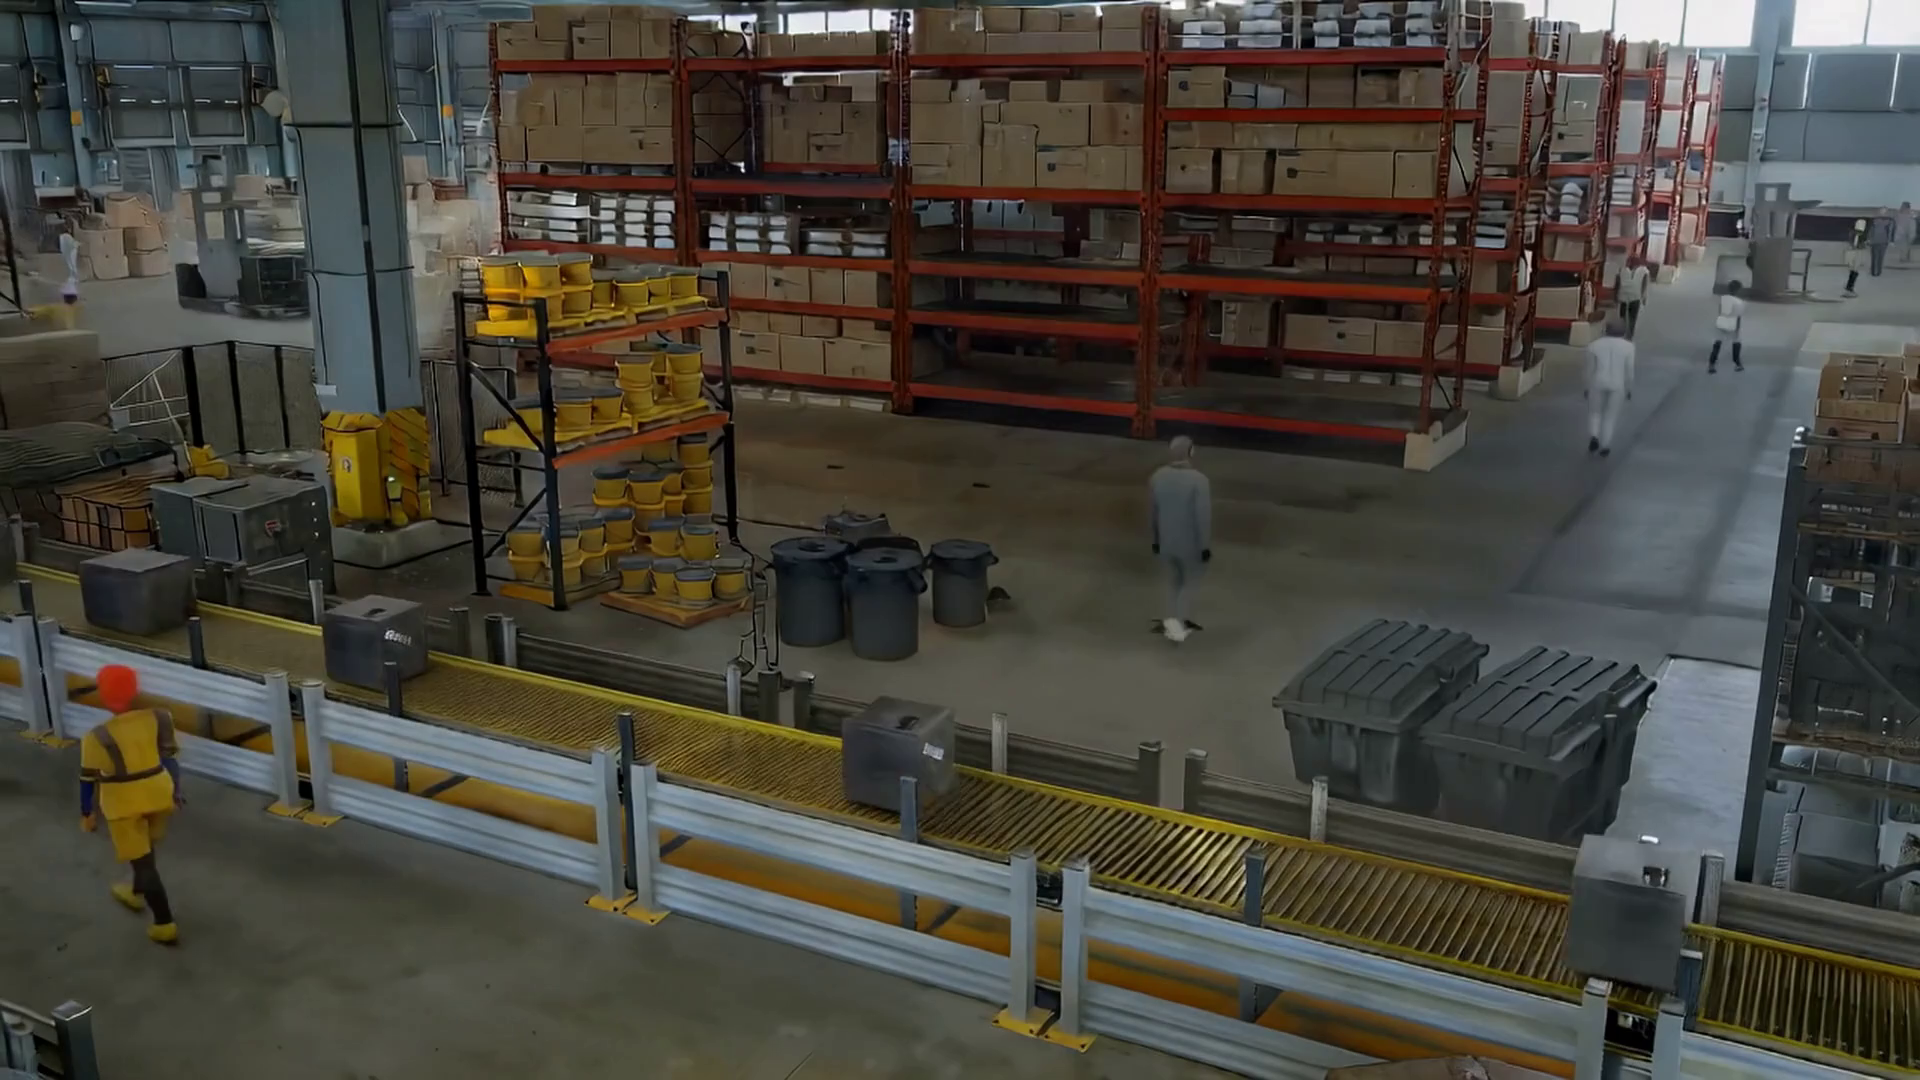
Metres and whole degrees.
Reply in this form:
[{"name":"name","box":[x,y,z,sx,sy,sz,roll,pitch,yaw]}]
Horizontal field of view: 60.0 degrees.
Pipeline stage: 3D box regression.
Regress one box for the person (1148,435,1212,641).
[{"name":"person","box":[1.974,0.000,14.976,0.649,1.894,0.485,13,20,41]}]

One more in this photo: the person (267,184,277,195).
[{"name":"person","box":[-24.295,-11.712,59.069,0.585,1.868,0.644,0,15,-1]}]

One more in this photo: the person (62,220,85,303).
[{"name":"person","box":[-21.395,-6.702,40.048,0.361,1.962,0.613,-8,17,-27]}]

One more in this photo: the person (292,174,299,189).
[{"name":"person","box":[-28.610,-15.029,72.019,0.514,1.614,0.655,-3,15,-12]}]

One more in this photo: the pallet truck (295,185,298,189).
[{"name":"pallet truck","box":[-26.804,-14.617,69.738,1.885,1.965,0.823,-14,20,-42]}]

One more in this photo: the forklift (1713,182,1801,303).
[{"name":"forklift","box":[19.582,-7.268,40.422,1.129,2.768,1.873,-8,17,-29]}]

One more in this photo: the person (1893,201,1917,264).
[{"name":"person","box":[28.070,-9.149,49.445,0.687,1.863,0.489,3,15,13]}]

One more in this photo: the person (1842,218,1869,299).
[{"name":"person","box":[22.007,-6.918,40.867,0.655,1.975,0.652,-1,15,-2]}]

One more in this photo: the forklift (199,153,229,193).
[{"name":"forklift","box":[-27.440,-12.865,61.464,1.873,2.768,1.129,8,17,28]}]

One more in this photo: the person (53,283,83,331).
[{"name":"person","box":[-14.325,-3.179,26.870,0.564,1.927,0.423,7,16,24]}]

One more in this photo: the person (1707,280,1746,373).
[{"name":"person","box":[13.805,-3.820,29.800,0.878,1.651,0.552,-9,17,-31]}]

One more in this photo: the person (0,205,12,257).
[{"name":"person","box":[-27.807,-8.826,48.289,0.501,1.830,0.426,10,18,32]}]

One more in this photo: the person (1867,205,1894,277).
[{"name":"person","box":[25.330,-8.228,45.810,0.620,1.964,0.975,8,17,29]}]

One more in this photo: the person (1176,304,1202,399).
[{"name":"person","box":[3.626,-2.901,26.290,0.465,1.680,0.553,7,16,24]}]

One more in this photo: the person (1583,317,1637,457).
[{"name":"person","box":[8.912,-2.103,22.835,0.650,1.918,0.456,8,17,28]}]

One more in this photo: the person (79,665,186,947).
[{"name":"person","box":[-4.881,1.519,9.703,0.819,1.656,0.557,9,17,30]}]

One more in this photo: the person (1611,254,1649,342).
[{"name":"person","box":[13.295,-4.770,33.100,0.646,1.795,0.941,9,17,30]}]

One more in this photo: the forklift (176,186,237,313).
[{"name":"forklift","box":[-17.179,-6.744,38.454,1.873,2.768,1.129,8,17,28]}]
